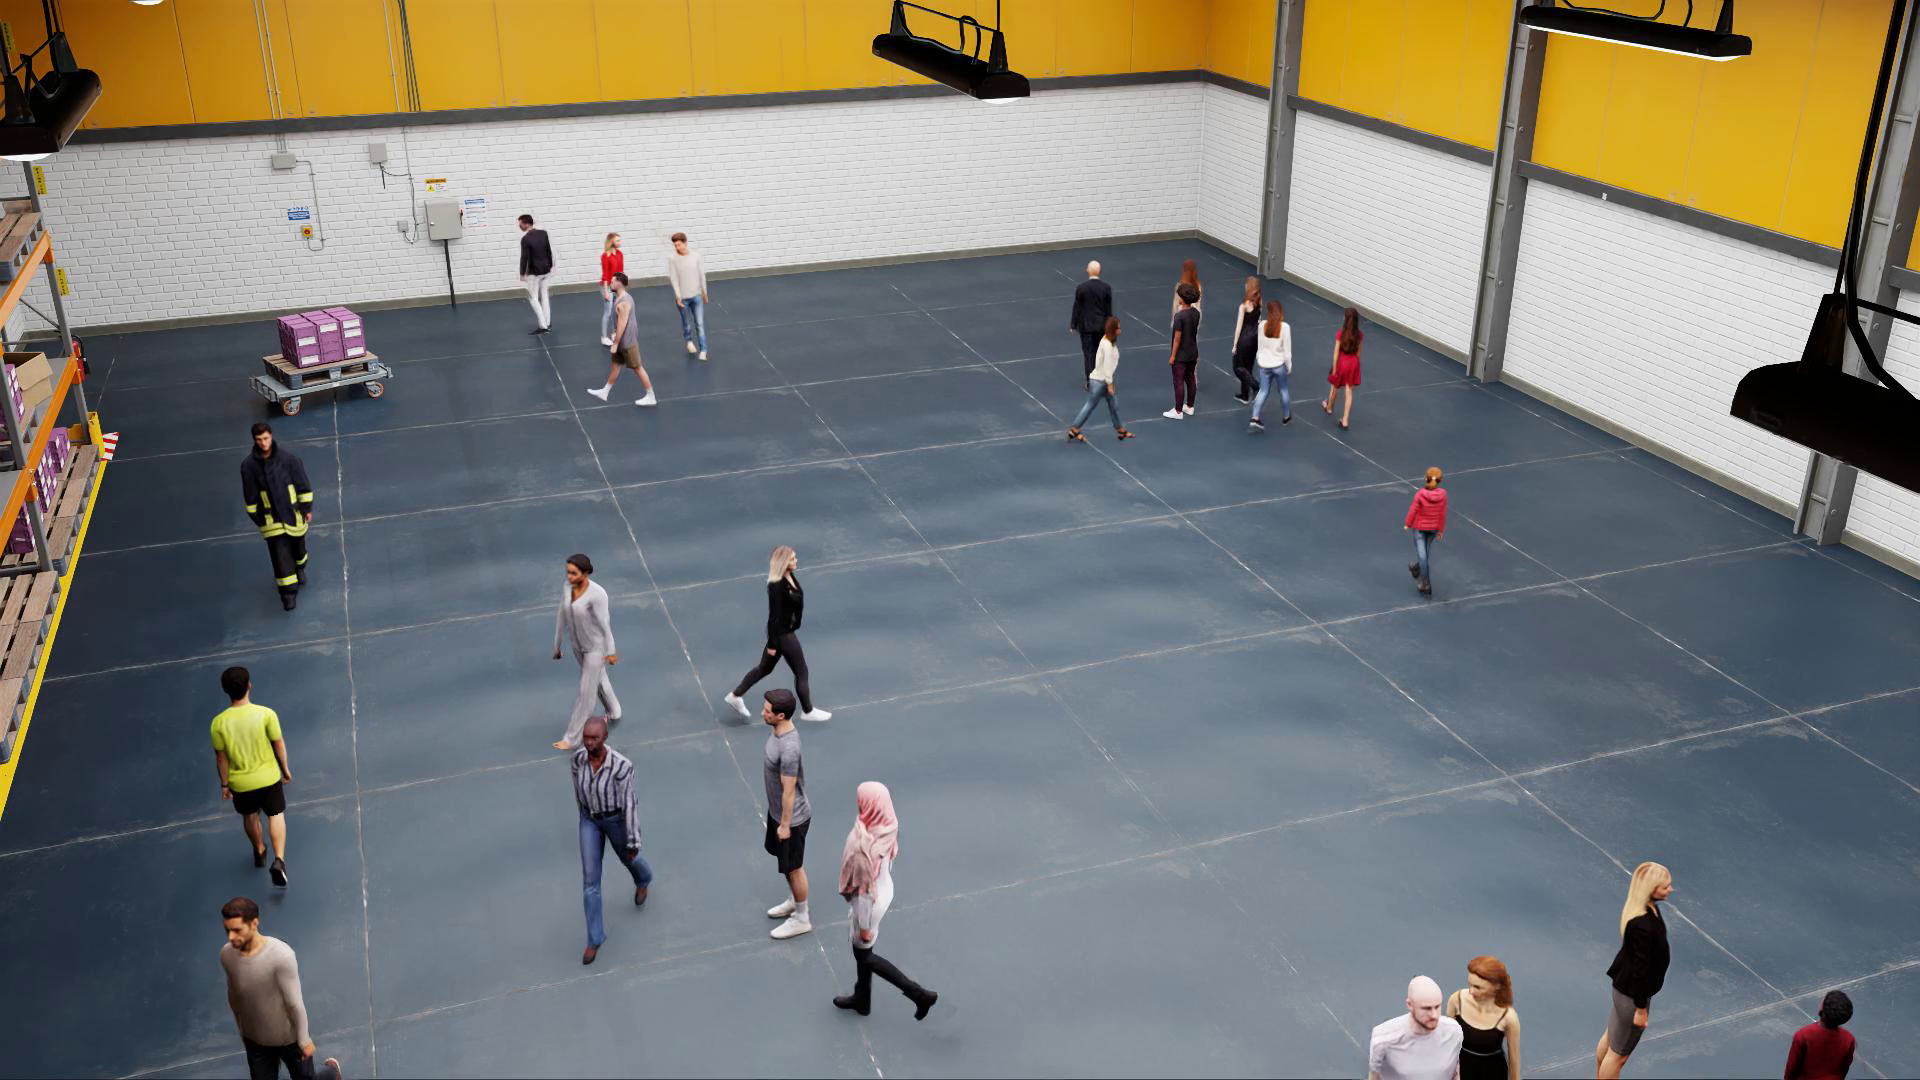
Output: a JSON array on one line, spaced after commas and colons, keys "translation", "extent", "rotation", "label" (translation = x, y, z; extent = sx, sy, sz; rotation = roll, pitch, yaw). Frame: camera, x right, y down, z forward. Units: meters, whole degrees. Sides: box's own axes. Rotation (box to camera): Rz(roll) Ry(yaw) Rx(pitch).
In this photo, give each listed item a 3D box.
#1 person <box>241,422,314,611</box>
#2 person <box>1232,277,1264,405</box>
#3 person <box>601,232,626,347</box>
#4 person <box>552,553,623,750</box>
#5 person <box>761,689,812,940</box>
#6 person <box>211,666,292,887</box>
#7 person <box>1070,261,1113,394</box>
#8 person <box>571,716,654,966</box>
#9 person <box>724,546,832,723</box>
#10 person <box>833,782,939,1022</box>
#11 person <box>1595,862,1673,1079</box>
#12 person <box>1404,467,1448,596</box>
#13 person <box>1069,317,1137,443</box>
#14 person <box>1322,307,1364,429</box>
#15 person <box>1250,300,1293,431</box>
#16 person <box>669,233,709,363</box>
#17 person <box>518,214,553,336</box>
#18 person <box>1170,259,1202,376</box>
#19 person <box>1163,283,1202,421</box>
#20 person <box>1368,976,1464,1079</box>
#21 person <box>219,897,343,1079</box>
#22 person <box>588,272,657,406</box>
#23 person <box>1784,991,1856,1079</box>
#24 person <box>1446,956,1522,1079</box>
[{"translation": [-6.764, -0.310, 16.589], "extent": [0.872, 1.886, 1.249], "rotation": [-11, 26, -24], "label": "person"}, {"translation": [3.880, -2.601, 22.025], "extent": [0.747, 1.729, 0.904], "rotation": [-16, 29, -33], "label": "person"}, {"translation": [-5.160, -3.720, 24.631], "extent": [0.793, 1.691, 0.742], "rotation": [13, 27, 27], "label": "person"}, {"translation": [-3.077, 0.876, 14.116], "extent": [1.137, 1.692, 1.105], "rotation": [17, 29, 34], "label": "person"}, {"translation": [-1.184, 1.882, 11.600], "extent": [0.732, 1.864, 0.512], "rotation": [-7, 25, -16], "label": "person"}, {"translation": [-5.142, 1.751, 12.122], "extent": [0.622, 1.687, 0.966], "rotation": [-9, 25, -19], "label": "person"}, {"translation": [1.812, -2.857, 22.549], "extent": [0.766, 1.778, 0.903], "rotation": [-4, 24, -10], "label": "person"}, {"translation": [-2.403, 1.966, 11.553], "extent": [1.066, 1.747, 1.263], "rotation": [4, 24, 10], "label": "person"}, {"translation": [-1.628, 0.838, 14.266], "extent": [0.997, 1.641, 1.188], "rotation": [1, 24, 3], "label": "person"}, {"translation": [-0.491, 2.349, 10.628], "extent": [1.060, 1.786, 1.030], "rotation": [9, 25, 19], "label": "person"}, {"translation": [3.941, 2.684, 9.791], "extent": [0.748, 1.844, 0.660], "rotation": [6, 24, 15], "label": "person"}, {"translation": [4.727, -0.076, 16.798], "extent": [0.626, 1.288, 0.934], "rotation": [-3, 24, -7], "label": "person"}, {"translation": [1.677, -1.978, 20.712], "extent": [1.073, 1.638, 1.122], "rotation": [3, 24, 7], "label": "person"}, {"translation": [4.982, -2.186, 21.341], "extent": [0.708, 1.517, 1.039], "rotation": [-2, 24, -5], "label": "person"}, {"translation": [3.937, -2.189, 21.175], "extent": [1.058, 1.655, 1.073], "rotation": [17, 29, 33], "label": "person"}, {"translation": [-3.932, -3.502, 23.962], "extent": [0.801, 1.828, 1.251], "rotation": [-7, 25, -16], "label": "person"}, {"translation": [-6.388, -4.052, 25.240], "extent": [0.907, 1.812, 0.921], "rotation": [-19, 30, -36], "label": "person"}, {"translation": [3.154, -3.006, 23.000], "extent": [0.544, 1.690, 1.020], "rotation": [-8, 25, -18], "label": "person"}, {"translation": [2.924, -2.466, 21.646], "extent": [0.721, 1.784, 0.716], "rotation": [21, 31, 39], "label": "person"}, {"translation": [2.387, 3.065, 8.961], "extent": [0.820, 1.809, 1.130], "rotation": [-3, 24, -7], "label": "person"}, {"translation": [-3.884, 2.784, 9.556], "extent": [0.932, 1.848, 1.125], "rotation": [2, 24, 6], "label": "person"}, {"translation": [-4.298, -2.612, 21.919], "extent": [0.857, 1.801, 1.118], "rotation": [-3, 24, -7], "label": "person"}, {"translation": [4.894, 3.138, 9.498], "extent": [0.581, 1.246, 0.600], "rotation": [2, 24, 5], "label": "person"}, {"translation": [2.921, 2.982, 9.409], "extent": [0.805, 1.603, 0.867], "rotation": [10, 25, 21], "label": "person"}]
